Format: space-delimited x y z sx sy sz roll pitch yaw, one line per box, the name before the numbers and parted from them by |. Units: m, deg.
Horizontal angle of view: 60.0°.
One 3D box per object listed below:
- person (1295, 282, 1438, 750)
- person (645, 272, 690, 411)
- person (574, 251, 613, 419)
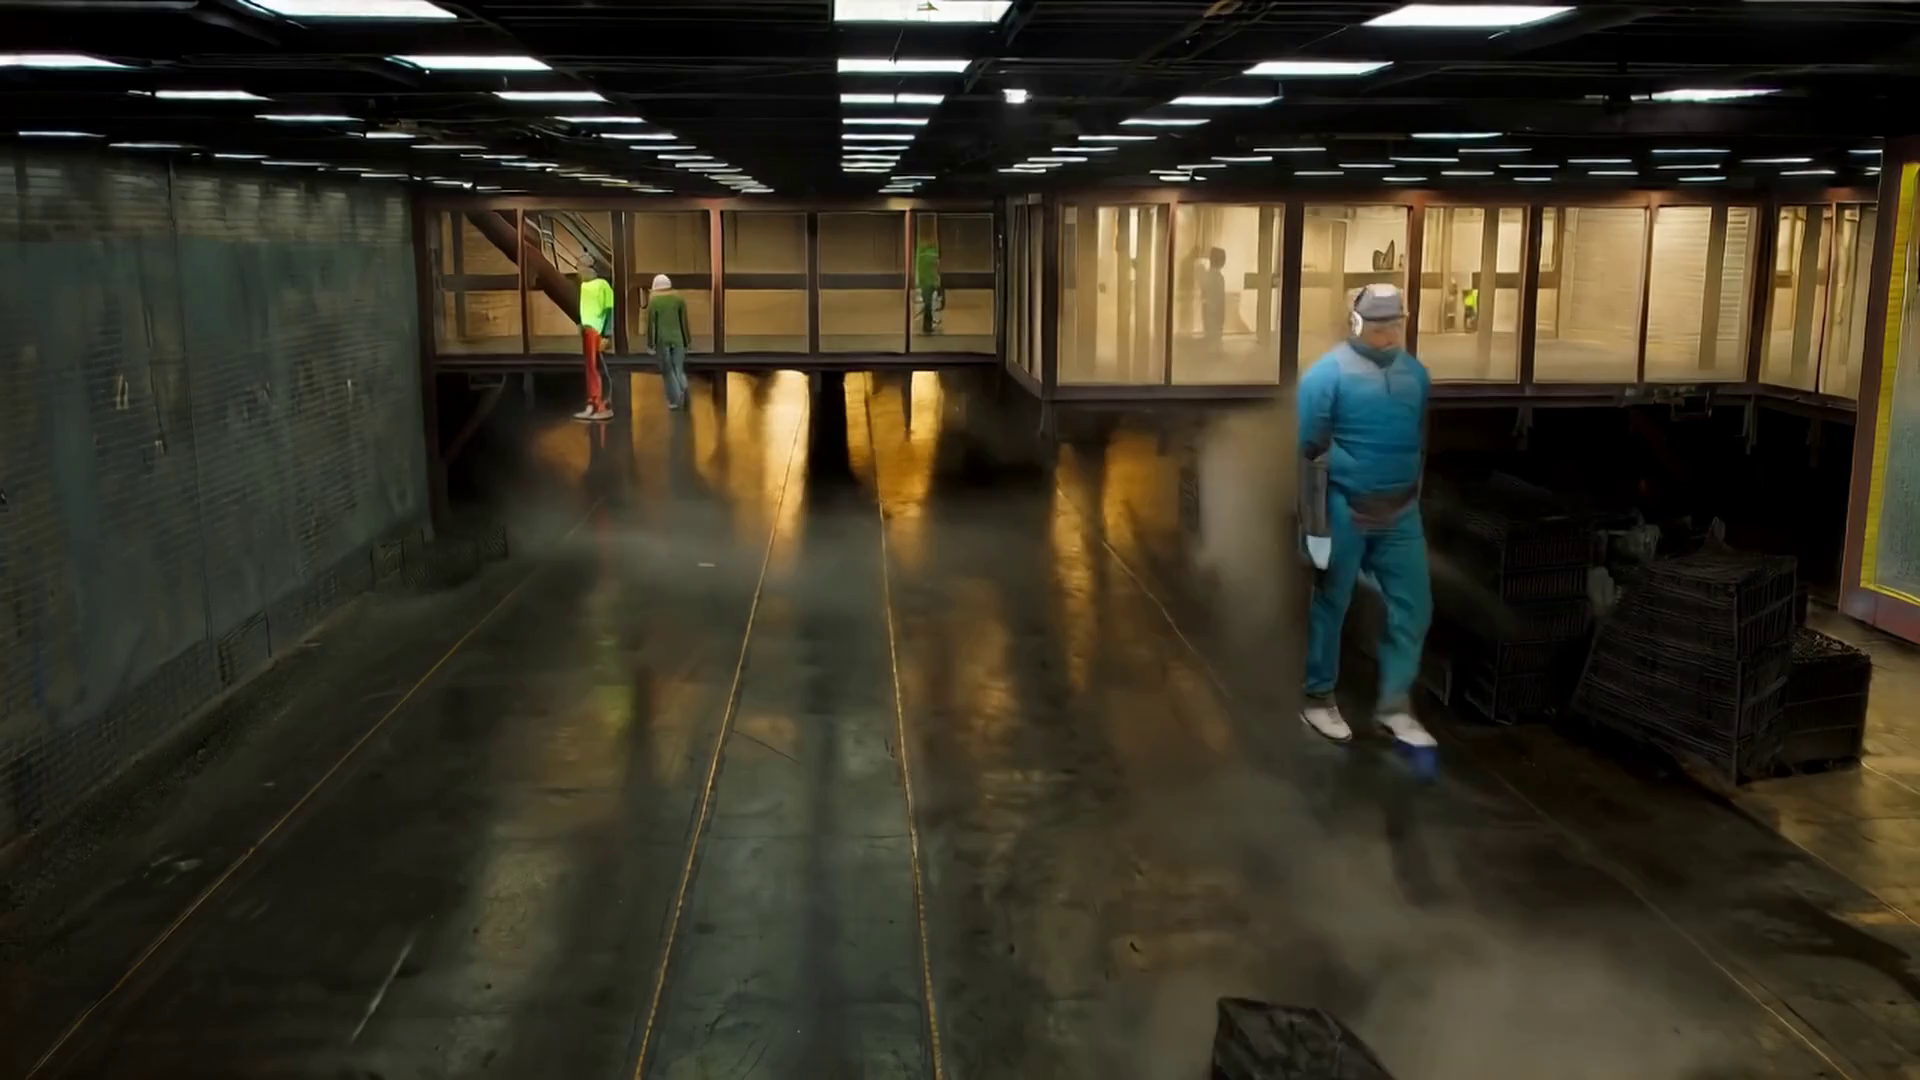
person | 1.669 -0.083 6.699 0.674 1.880 0.723 -5 11 -24
person | -3.422 -2.315 19.421 0.521 1.612 0.346 -7 13 -33
person | -4.110 -2.285 18.615 0.532 1.871 0.319 9 14 39
